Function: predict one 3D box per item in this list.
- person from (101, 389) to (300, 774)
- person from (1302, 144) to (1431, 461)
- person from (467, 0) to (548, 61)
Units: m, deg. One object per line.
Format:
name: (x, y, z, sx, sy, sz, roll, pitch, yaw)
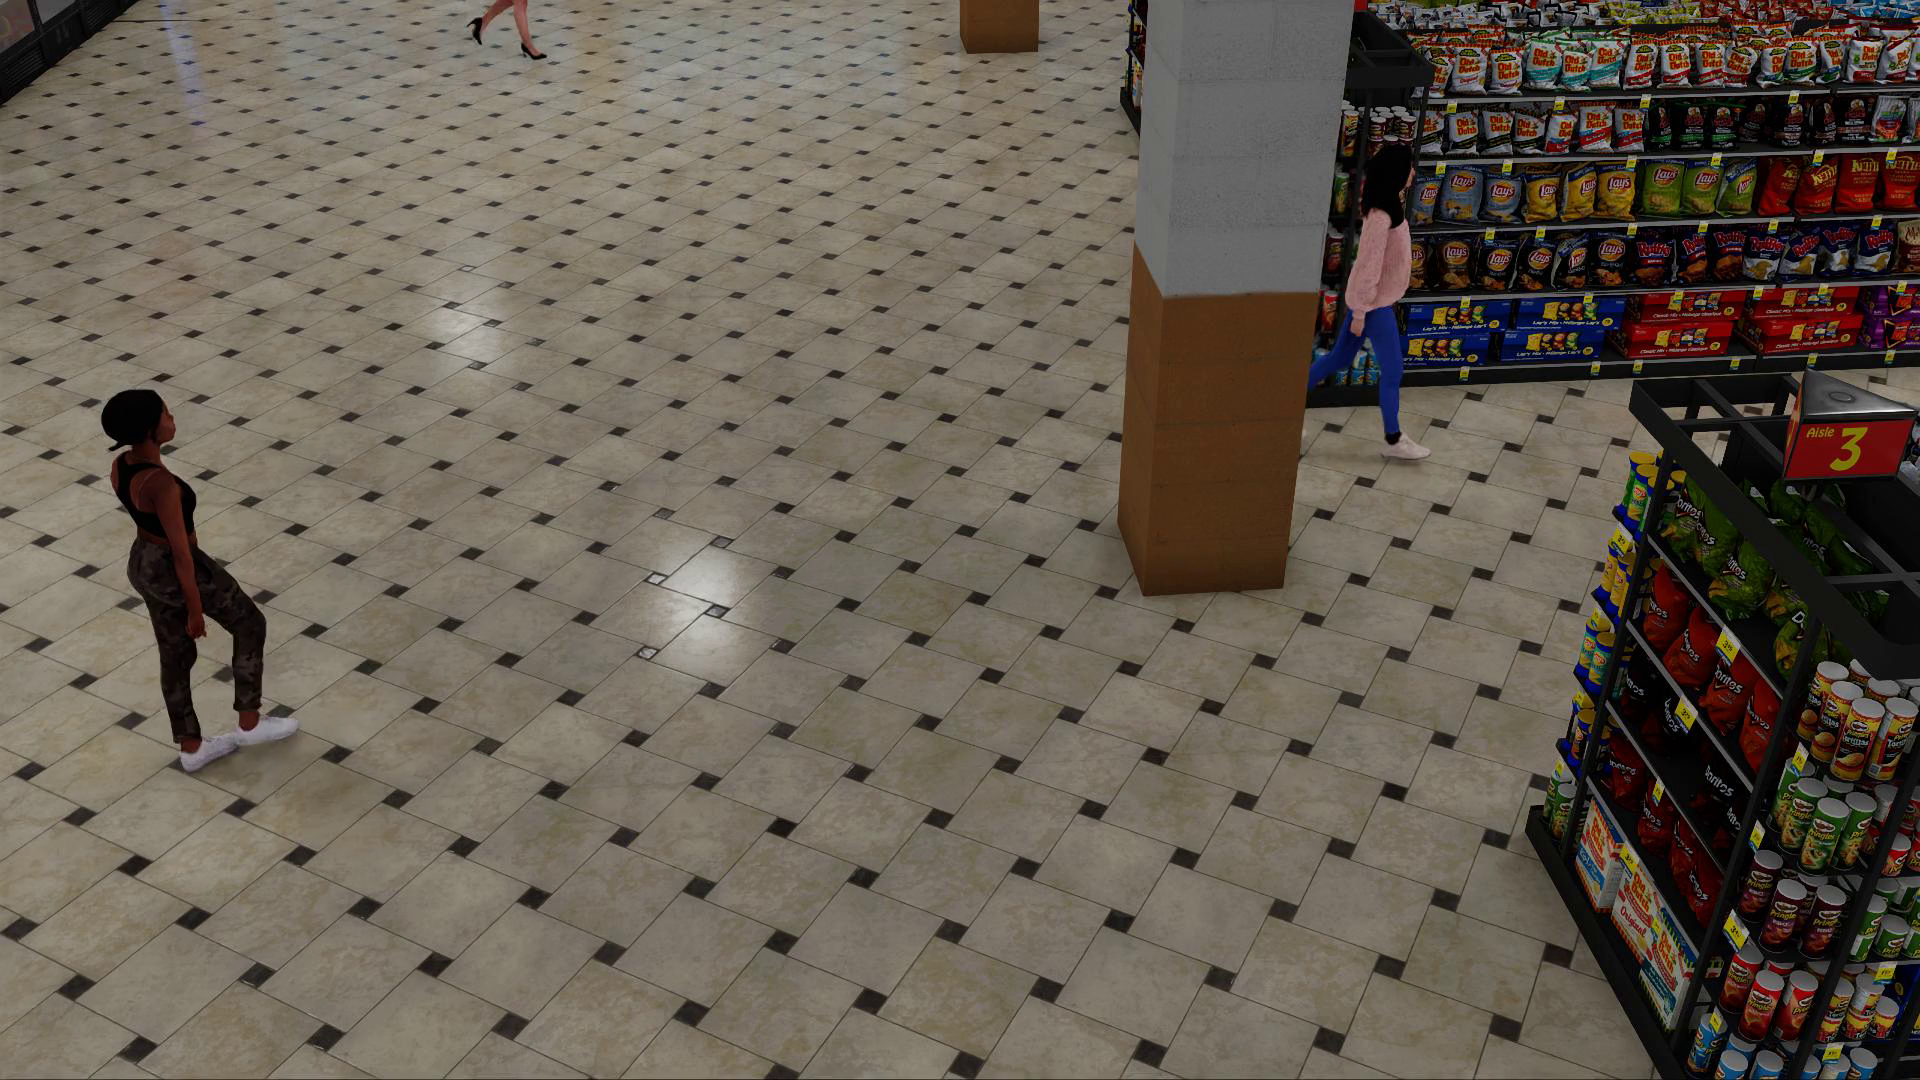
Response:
person: (-3.151, 0.254, 6.564, 0.761, 1.588, 0.819, 22, 38, 31)
person: (2.078, -1.238, 8.824, 1.231, 1.734, 0.917, 7, 33, 12)
person: (-4.247, -5.299, 15.357, 0.944, 1.727, 0.617, -1, 32, -1)
